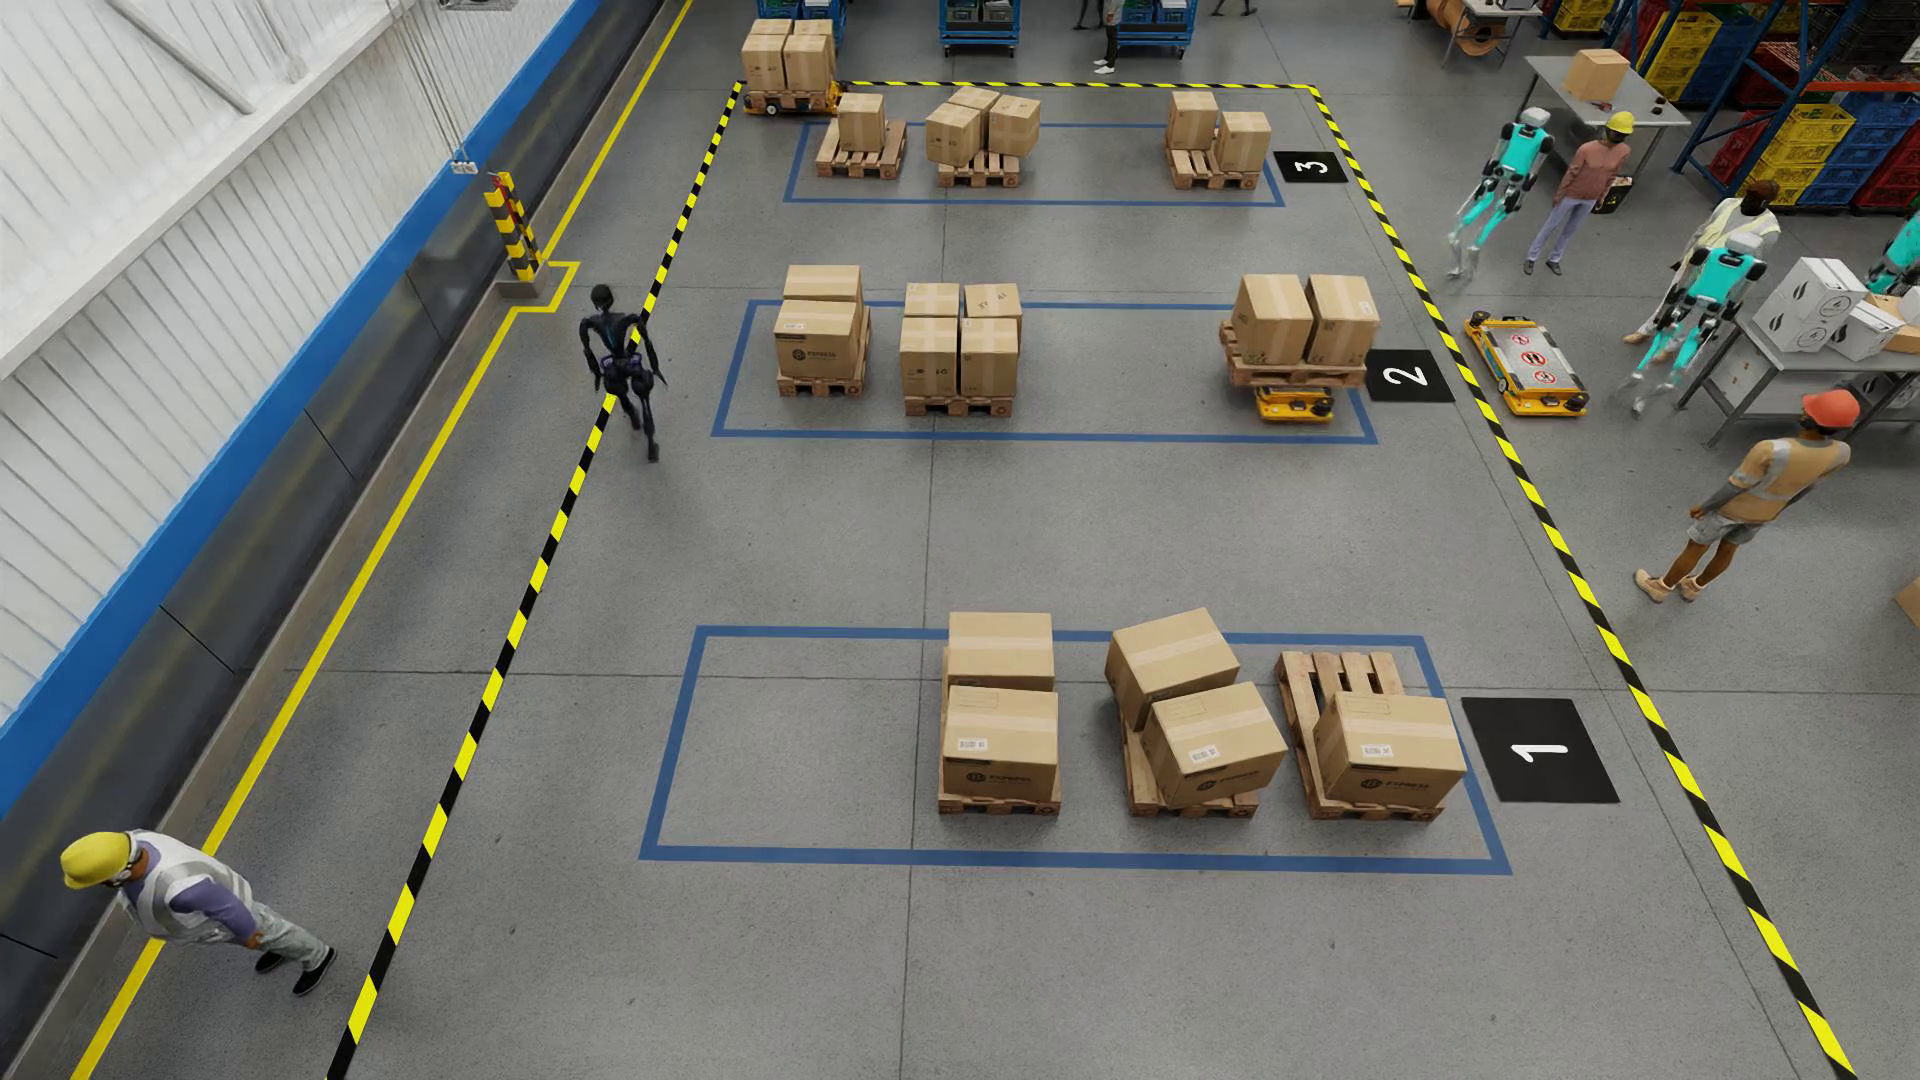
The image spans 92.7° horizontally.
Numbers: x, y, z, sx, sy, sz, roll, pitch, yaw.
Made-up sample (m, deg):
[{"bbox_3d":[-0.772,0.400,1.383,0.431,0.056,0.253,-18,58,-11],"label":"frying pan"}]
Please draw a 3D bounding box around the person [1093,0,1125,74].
[{"bbox_3d":[2.167,-7.703,13.156,0.390,1.849,0.587,4,49,4],"label":"person"}]

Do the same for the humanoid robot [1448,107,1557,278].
[{"bbox_3d":[5.537,-3.529,9.633,0.798,1.799,0.560,-29,55,-23],"label":"humanoid robot"}]

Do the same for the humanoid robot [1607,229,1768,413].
[{"bbox_3d":[6.391,-1.787,8.139,0.550,1.830,0.709,29,55,23],"label":"humanoid robot"}]

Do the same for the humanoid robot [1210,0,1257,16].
[{"bbox_3d":[4.538,-9.264,14.655,0.786,1.626,0.596,-10,50,-8],"label":"humanoid robot"}]

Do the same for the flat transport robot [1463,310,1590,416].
[{"bbox_3d":[5.573,-1.757,9.054,0.659,0.231,1.431,1,49,1],"label":"flat transport robot"}]

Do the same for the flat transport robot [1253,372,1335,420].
[{"bbox_3d":[3.171,-1.717,9.001,0.652,0.197,1.431,1,49,1],"label":"flat transport robot"}]

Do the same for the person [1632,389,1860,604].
[{"bbox_3d":[5.638,-0.263,6.586,0.607,2.048,0.365,0,49,0],"label":"person"}]

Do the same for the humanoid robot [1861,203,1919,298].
[{"bbox_3d":[9.006,-2.364,8.628,0.942,1.789,0.556,9,50,8],"label":"humanoid robot"}]

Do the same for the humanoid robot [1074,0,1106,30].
[{"bbox_3d":[2.131,-8.879,14.298,0.642,1.643,0.604,-16,51,-14],"label":"humanoid robot"}]

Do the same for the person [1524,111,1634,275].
[{"bbox_3d":[6.558,-3.631,9.683,0.531,1.772,0.298,2,49,2],"label":"person"}]

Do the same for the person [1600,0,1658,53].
[{"bbox_3d":[9.619,-7.536,13.083,0.310,1.739,0.485,-36,58,-27],"label":"person"}]

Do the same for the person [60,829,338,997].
[{"bbox_3d":[-3.936,1.952,4.813,0.591,1.825,0.404,22,53,18],"label":"person"}]

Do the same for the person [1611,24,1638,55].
[{"bbox_3d":[9.981,-7.982,13.395,0.581,1.849,0.551,21,52,17],"label":"person"}]

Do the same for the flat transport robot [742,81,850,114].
[{"bbox_3d":[-2.302,-6.259,12.932,1.431,0.197,0.652,1,49,1],"label":"flat transport robot"}]

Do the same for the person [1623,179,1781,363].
[{"bbox_3d":[7.068,-2.532,8.685,0.431,1.845,0.620,-14,51,-12],"label":"person"}]

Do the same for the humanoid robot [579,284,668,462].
[{"bbox_3d":[-2.873,-1.488,7.904,0.610,1.629,0.710,-9,50,-7],"label":"humanoid robot"}]

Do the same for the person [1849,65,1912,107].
[{"bbox_3d":[11.971,-6.136,11.804,0.471,1.851,0.507,-15,51,-13],"label":"person"}]
